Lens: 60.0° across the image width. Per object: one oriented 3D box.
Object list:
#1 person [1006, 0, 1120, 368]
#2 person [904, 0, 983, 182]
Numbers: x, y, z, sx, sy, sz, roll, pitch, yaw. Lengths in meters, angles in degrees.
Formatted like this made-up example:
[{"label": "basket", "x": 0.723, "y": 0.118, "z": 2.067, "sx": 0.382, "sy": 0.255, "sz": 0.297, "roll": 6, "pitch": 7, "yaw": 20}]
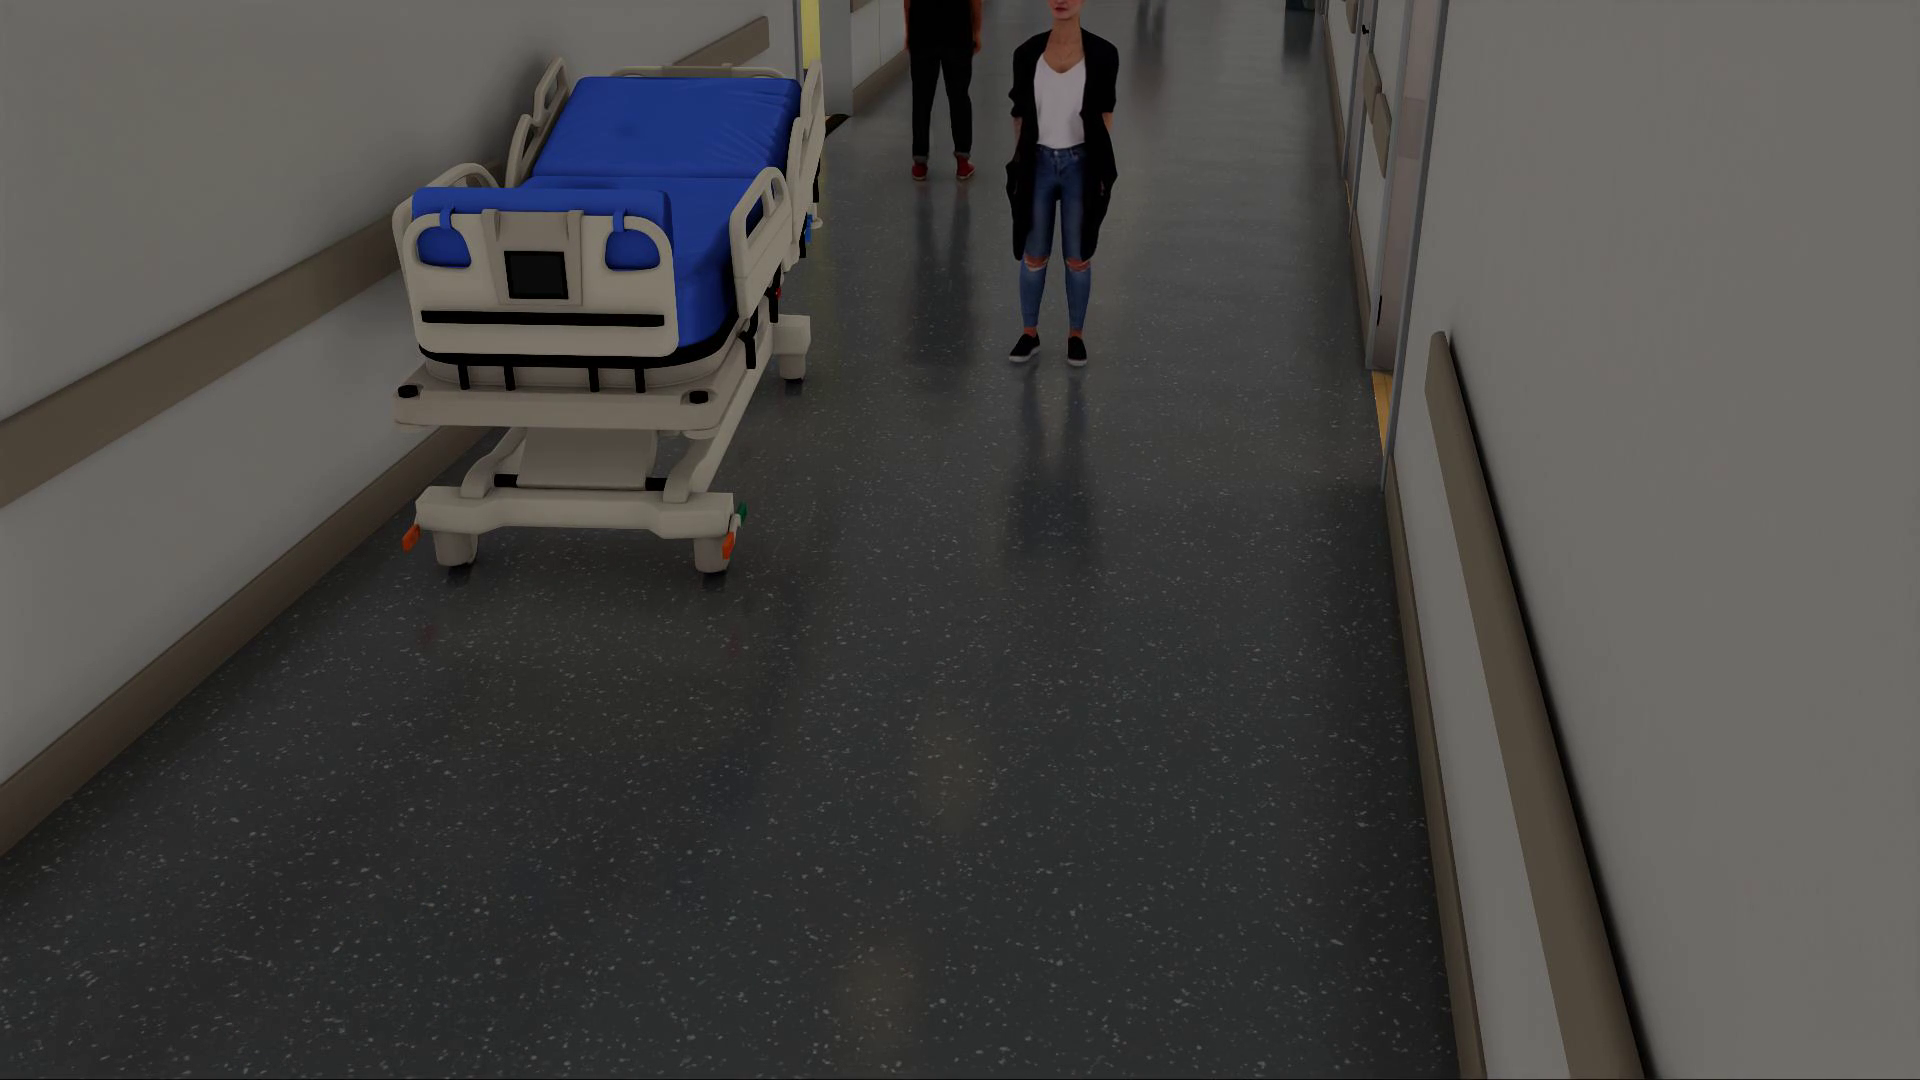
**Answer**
[{"label": "person", "x": 0.429, "y": -1.569, "z": 7.018, "sx": 0.494, "sy": 1.683, "sz": 0.686, "roll": 5, "pitch": 26, "yaw": 10}, {"label": "person", "x": -0.110, "y": -3.061, "z": 10.033, "sx": 0.488, "sy": 1.752, "sz": 0.684, "roll": 2, "pitch": 26, "yaw": 3}]
